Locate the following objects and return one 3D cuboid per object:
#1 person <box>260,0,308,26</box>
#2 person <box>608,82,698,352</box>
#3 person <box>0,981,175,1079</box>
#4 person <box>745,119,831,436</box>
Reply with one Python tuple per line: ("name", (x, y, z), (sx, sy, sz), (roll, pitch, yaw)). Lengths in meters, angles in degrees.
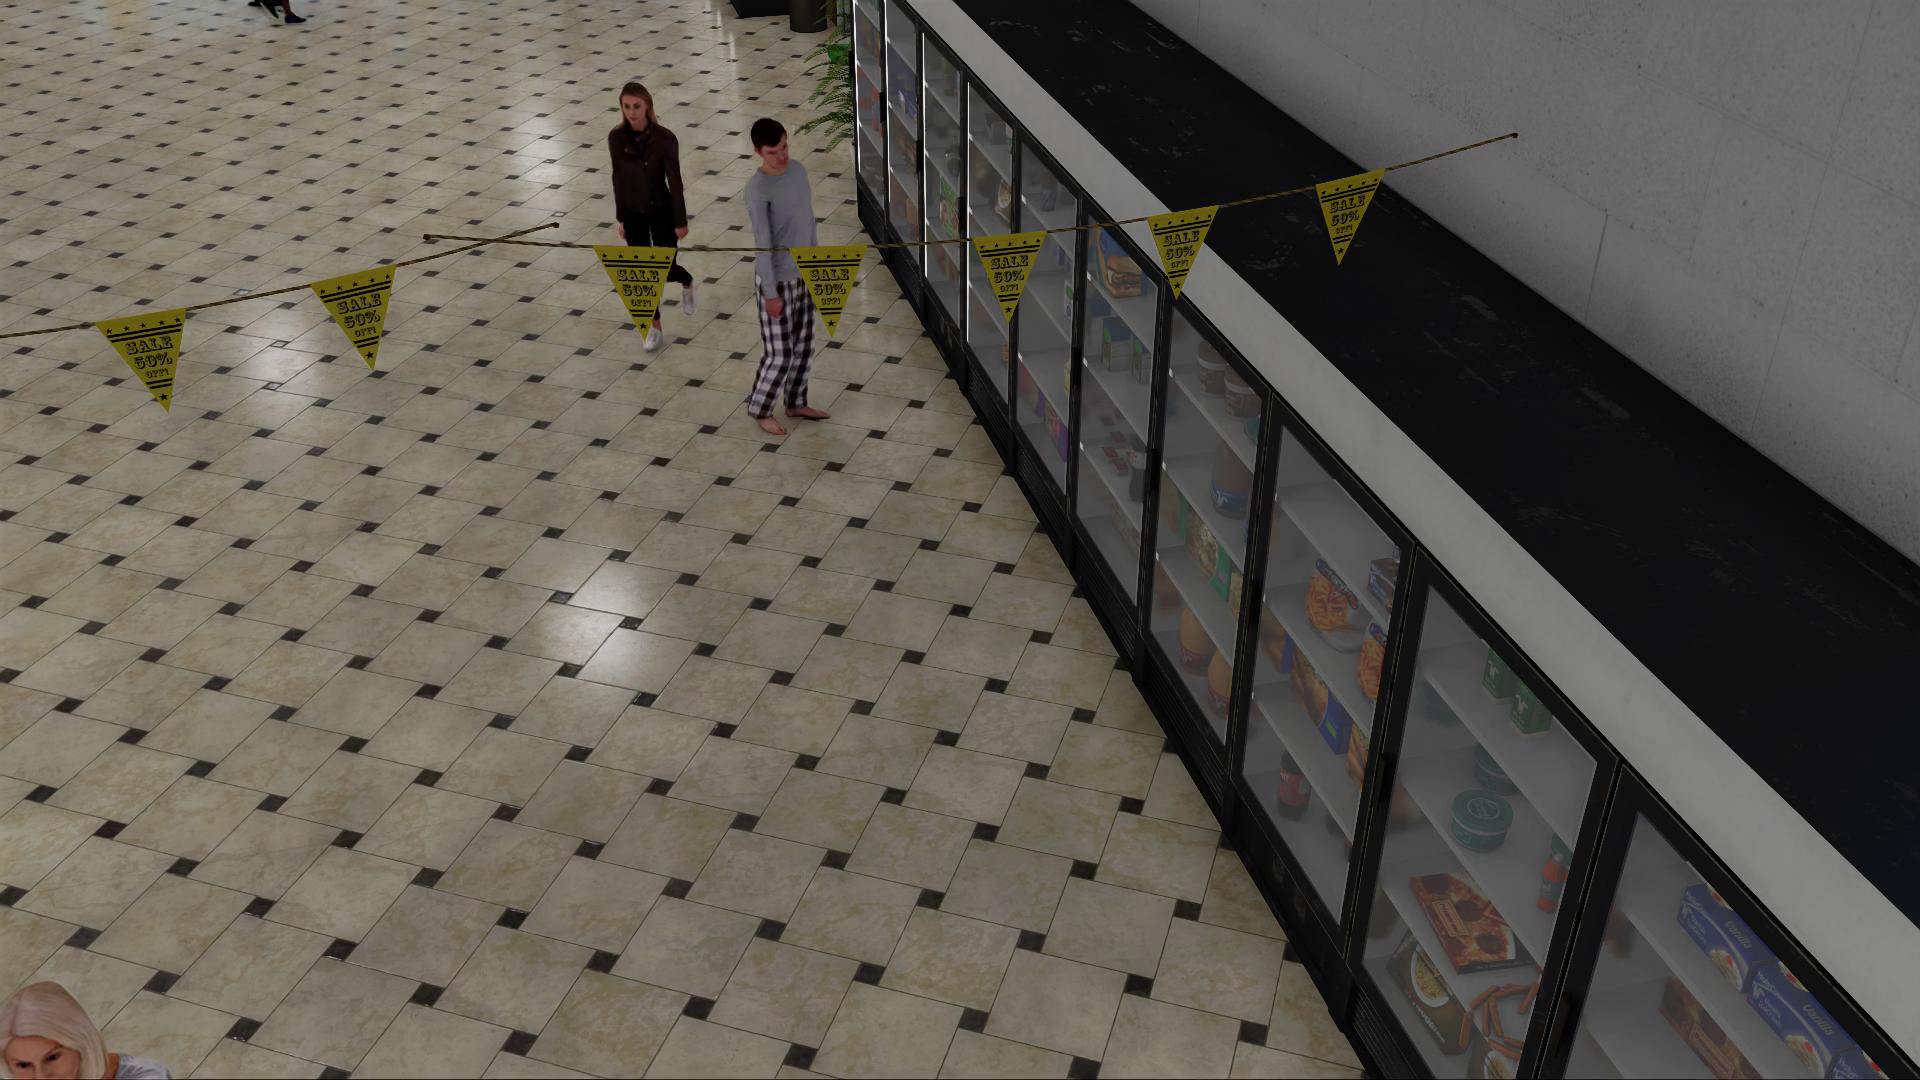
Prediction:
("person", (-7.006, -5.885, 16.915), (0.713, 1.259, 0.584), (-2, 32, -4))
("person", (-1.896, -2.027, 10.313), (0.877, 1.685, 0.875), (6, 32, 9))
("person", (-2.086, 1.751, 4.179), (0.526, 1.750, 0.676), (-17, 36, -25))
("person", (-0.966, -1.482, 9.298), (0.825, 1.831, 0.767), (9, 33, 14))
